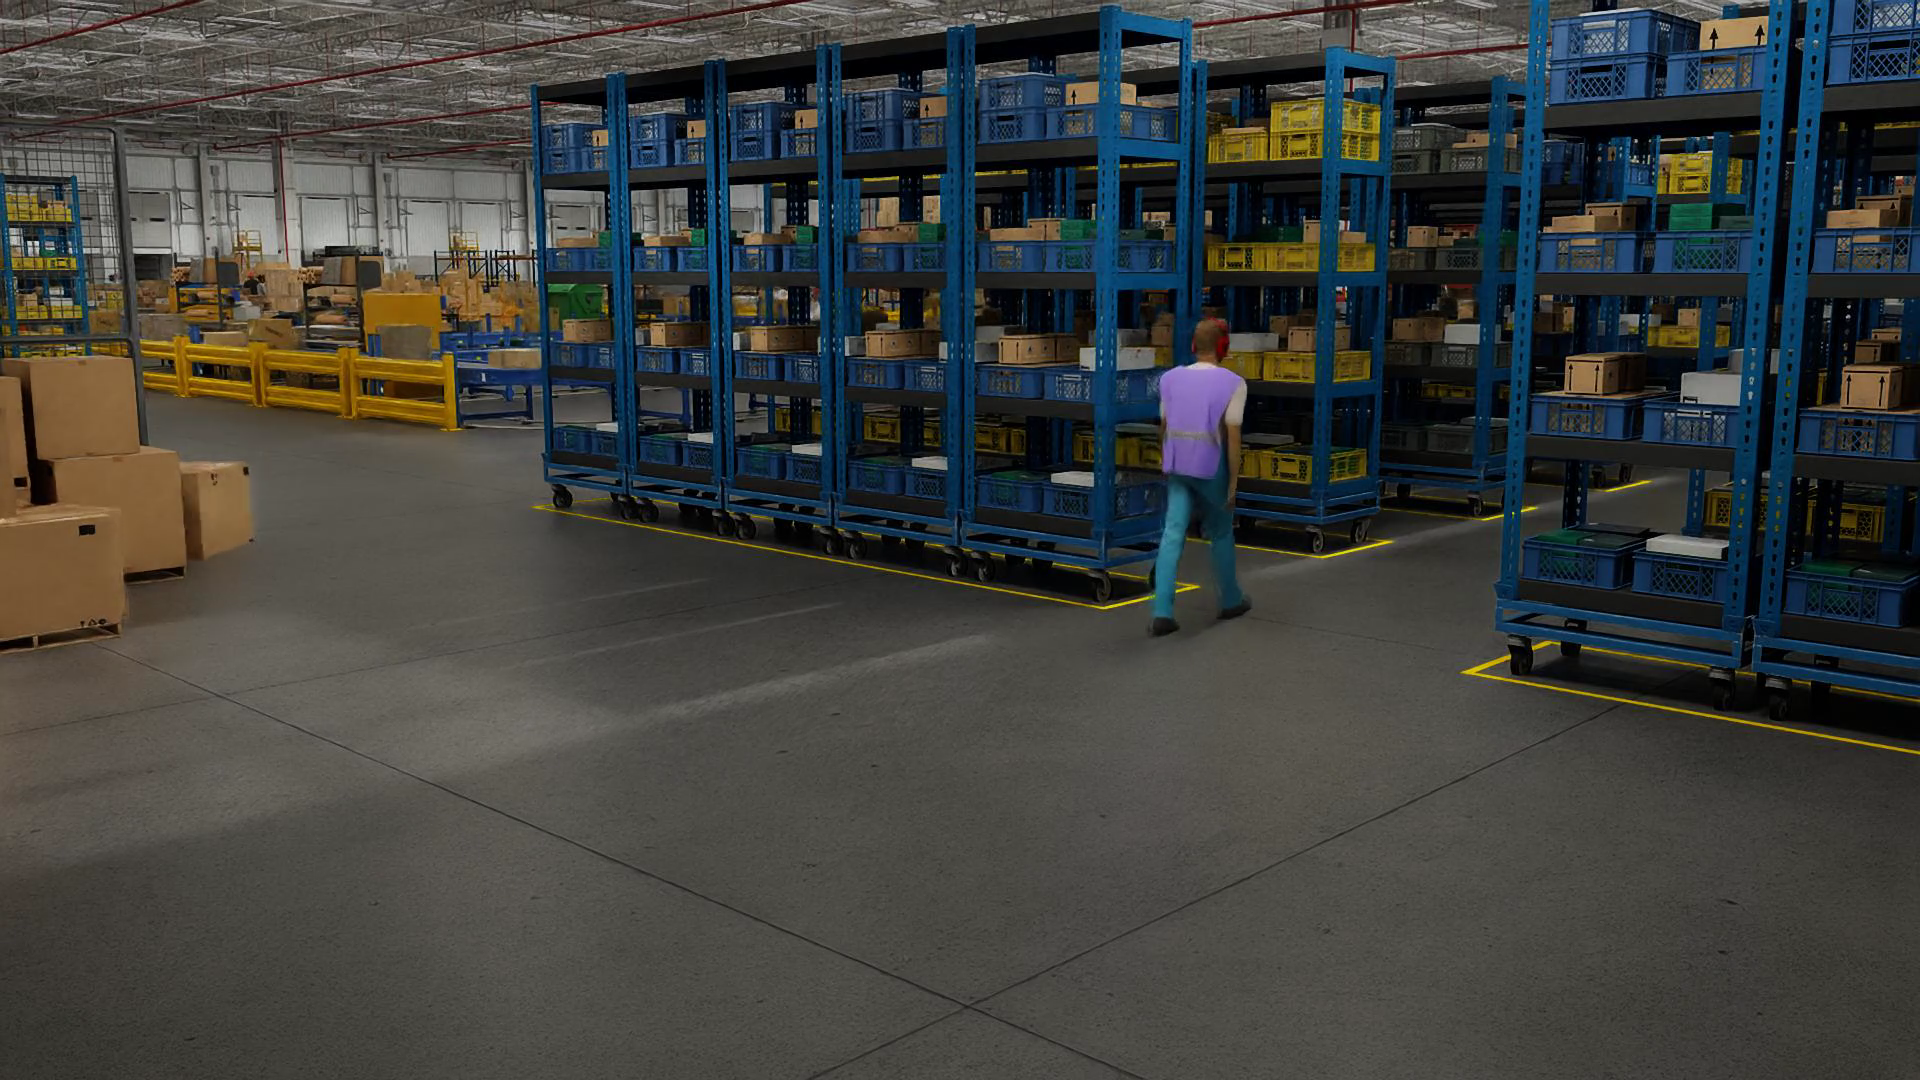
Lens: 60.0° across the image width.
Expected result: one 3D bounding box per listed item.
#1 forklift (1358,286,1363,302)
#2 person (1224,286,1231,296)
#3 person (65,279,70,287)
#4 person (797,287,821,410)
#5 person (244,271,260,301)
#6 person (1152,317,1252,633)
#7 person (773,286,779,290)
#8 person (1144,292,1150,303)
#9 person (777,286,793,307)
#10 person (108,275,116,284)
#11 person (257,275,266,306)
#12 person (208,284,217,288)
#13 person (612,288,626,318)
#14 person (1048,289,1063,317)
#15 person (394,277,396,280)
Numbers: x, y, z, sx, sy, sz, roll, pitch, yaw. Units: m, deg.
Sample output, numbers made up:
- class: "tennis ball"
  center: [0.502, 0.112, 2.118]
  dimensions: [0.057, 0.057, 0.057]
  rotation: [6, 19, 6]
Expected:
- class: "forklift"
  center: [11.100, -7.017, 46.970]
  dimensions: [1.873, 2.768, 1.129]
  rotation: [9, 13, 43]
- class: "person"
  center: [9.754, -8.681, 60.205]
  dimensions: [0.669, 1.886, 0.516]
  rotation: [-6, 11, -33]
- class: "person"
  center: [-40.492, -11.184, 75.401]
  dimensions: [0.629, 1.940, 0.373]
  rotation: [4, 10, 23]
- class: "person"
  center: [-1.911, -2.254, 20.732]
  dimensions: [0.410, 1.913, 0.642]
  rotation: [-8, 12, -40]
- class: "person"
  center: [-26.901, -9.237, 63.284]
  dimensions: [0.624, 1.992, 0.390]
  rotation: [-3, 10, -20]
- class: "person"
  center: [1.385, -0.375, 9.569]
  dimensions: [0.587, 1.798, 0.976]
  rotation: [6, 11, 34]
- class: "person"
  center: [-7.231, -9.468, 64.565]
  dimensions: [0.704, 2.000, 0.682]
  rotation: [-4, 10, -21]
- class: "person"
  center: [7.036, -9.023, 62.886]
  dimensions: [0.318, 1.697, 0.533]
  rotation: [1, 9, 4]
- class: "person"
  center: [-5.073, -6.693, 48.289]
  dimensions: [0.908, 1.797, 0.596]
  rotation: [9, 13, 44]
- class: "person"
  center: [-38.244, -11.058, 75.087]
  dimensions: [0.953, 1.799, 0.634]
  rotation: [-7, 12, -38]
- class: "person"
  center: [-24.387, -8.341, 58.172]
  dimensions: [0.521, 1.873, 0.324]
  rotation: [9, 13, 44]
- class: "person"
  center: [-29.923, -9.685, 66.760]
  dimensions: [0.532, 1.749, 0.581]
  rotation: [-9, 13, -42]
- class: "person"
  center: [-8.283, -5.463, 40.861]
  dimensions: [0.533, 1.763, 0.326]
  rotation: [1, 9, 5]
- class: "person"
  center: [1.419, -2.988, 25.469]
  dimensions: [0.603, 1.830, 0.404]
  rotation: [1, 9, 6]
- class: "person"
  center: [-26.440, -11.454, 77.784]
  dimensions: [0.890, 1.699, 0.485]
  rotation: [-2, 9, -11]
